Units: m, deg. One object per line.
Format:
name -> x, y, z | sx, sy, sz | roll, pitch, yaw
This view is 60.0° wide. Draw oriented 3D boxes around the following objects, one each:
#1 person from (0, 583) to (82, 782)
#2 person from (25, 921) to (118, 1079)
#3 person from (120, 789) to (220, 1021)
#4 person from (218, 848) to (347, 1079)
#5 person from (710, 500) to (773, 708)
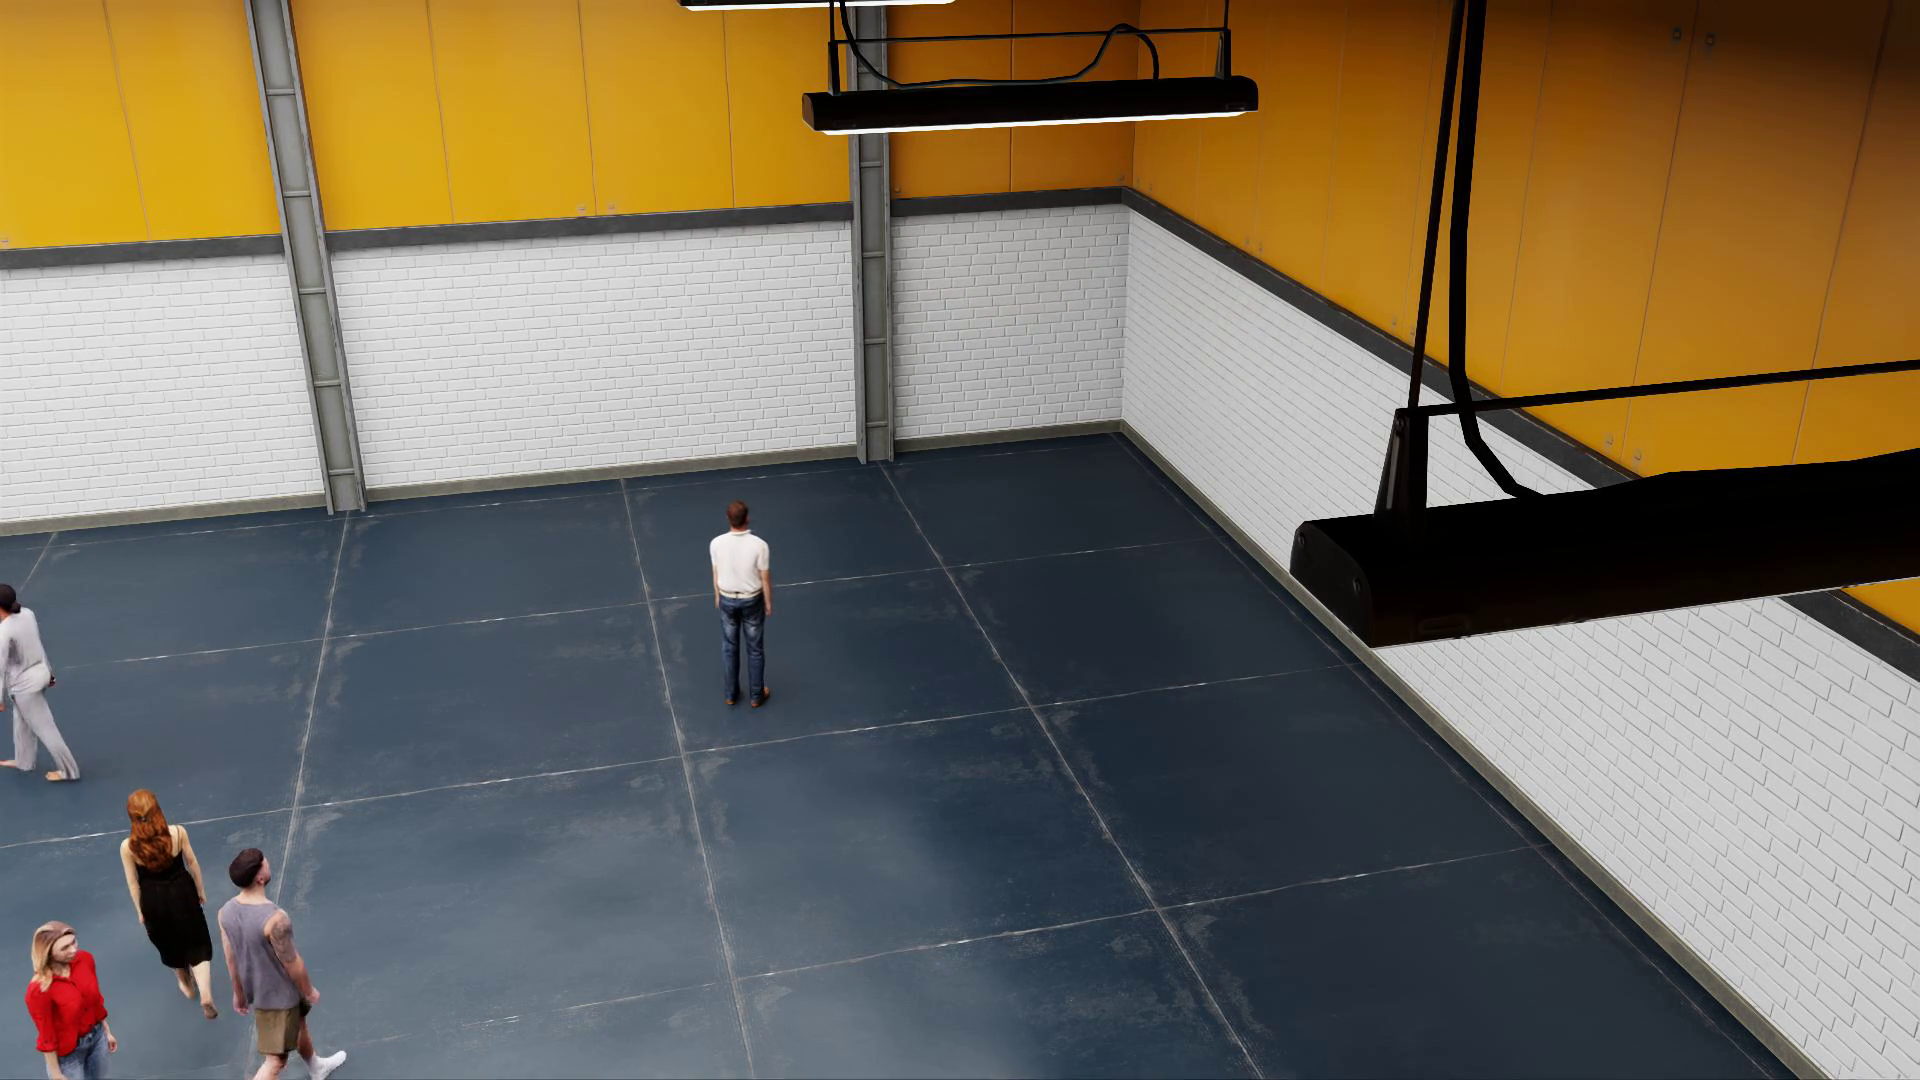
person -> -7.175, 1.127, 12.957 | 0.995, 1.711, 0.802 | -1, 24, -2
person -> -4.847, 2.801, 9.137 | 0.689, 1.703, 0.695 | 6, 24, 13
person -> -4.930, 2.310, 10.382 | 0.916, 1.607, 0.793 | -14, 27, -29
person -> -4.014, 2.646, 9.559 | 1.180, 1.812, 1.221 | 12, 26, 25
person -> -1.860, 0.542, 14.120 | 0.641, 1.852, 0.790 | 3, 24, 6
